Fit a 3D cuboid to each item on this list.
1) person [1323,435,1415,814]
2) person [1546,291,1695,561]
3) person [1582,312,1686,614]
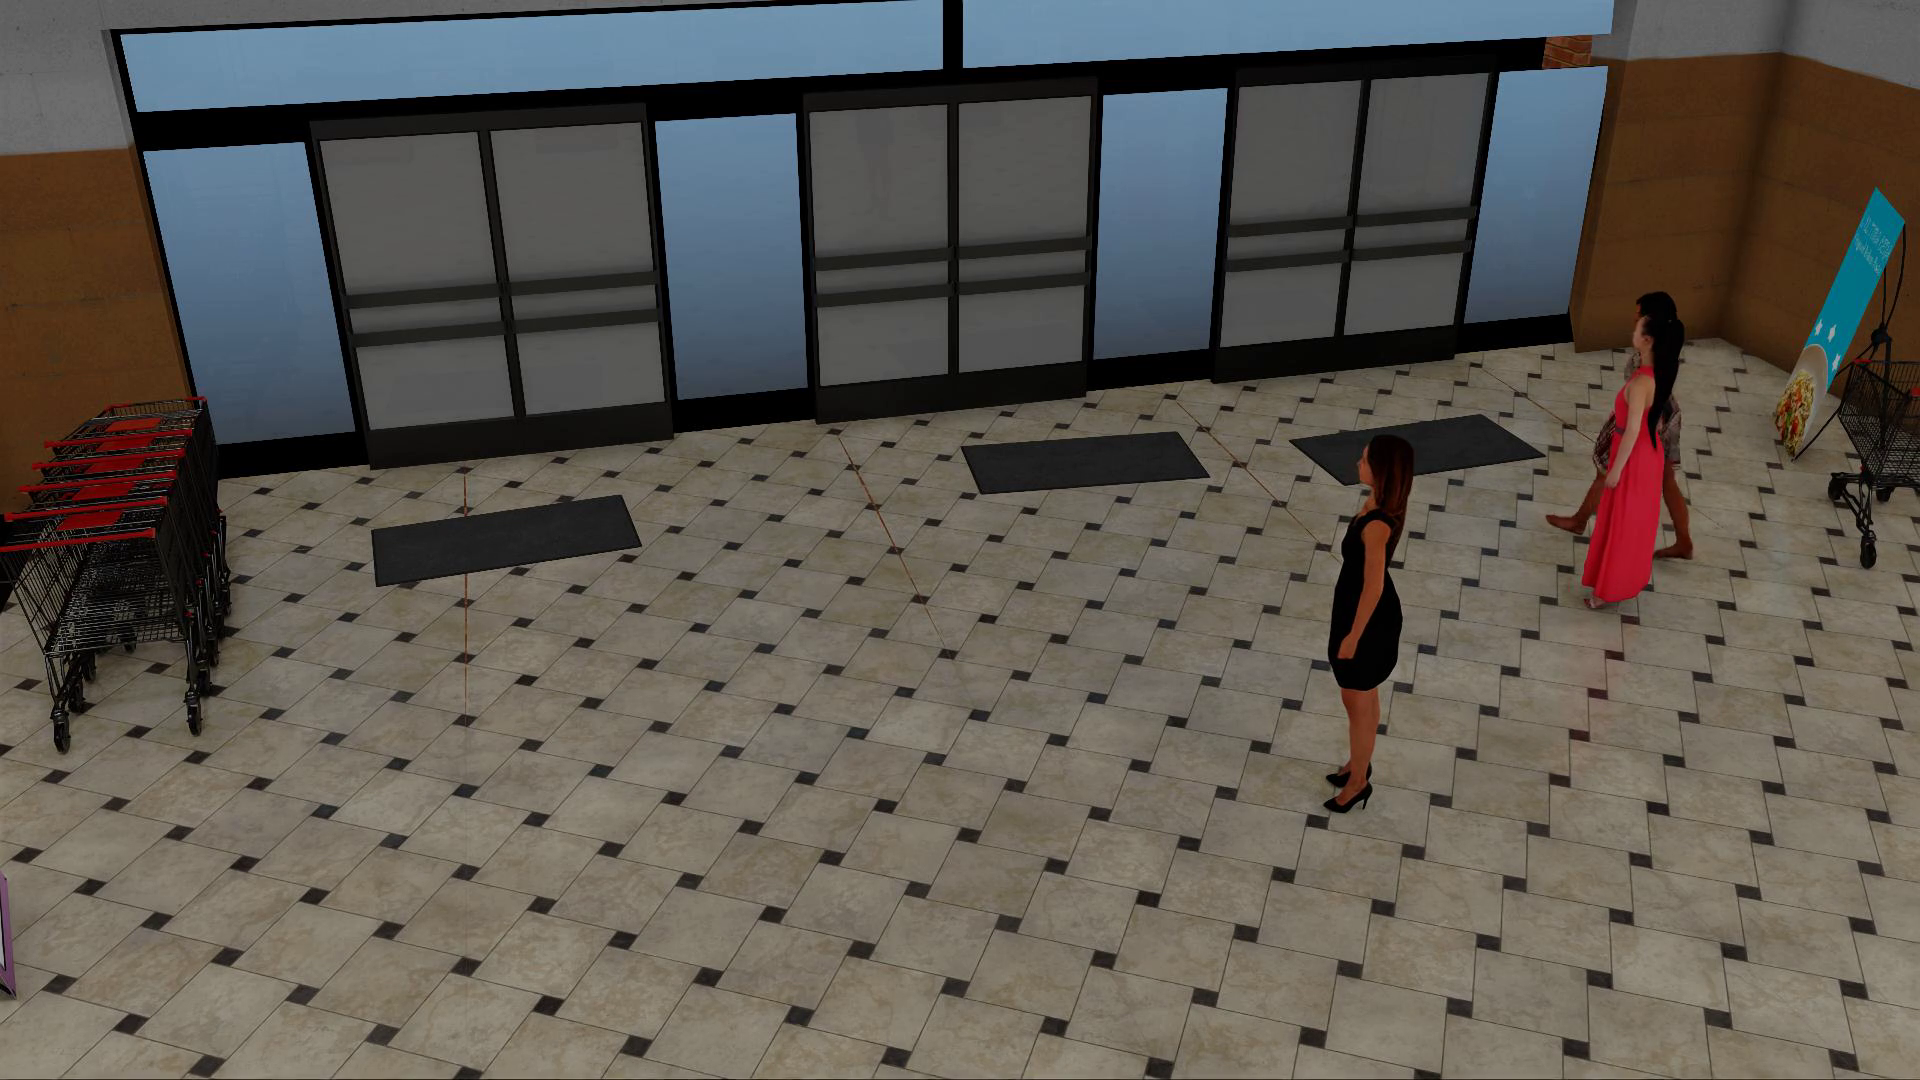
[{"bbox_3d":[1.783,0.389,7.312,0.731,1.834,0.637,9,28,17],"label":"person"},{"bbox_3d":[4.024,-0.610,9.549,1.186,1.593,1.072,18,32,32],"label":"person"},{"bbox_3d":[3.650,-0.411,9.008,0.746,1.727,0.713,21,33,35],"label":"person"}]
